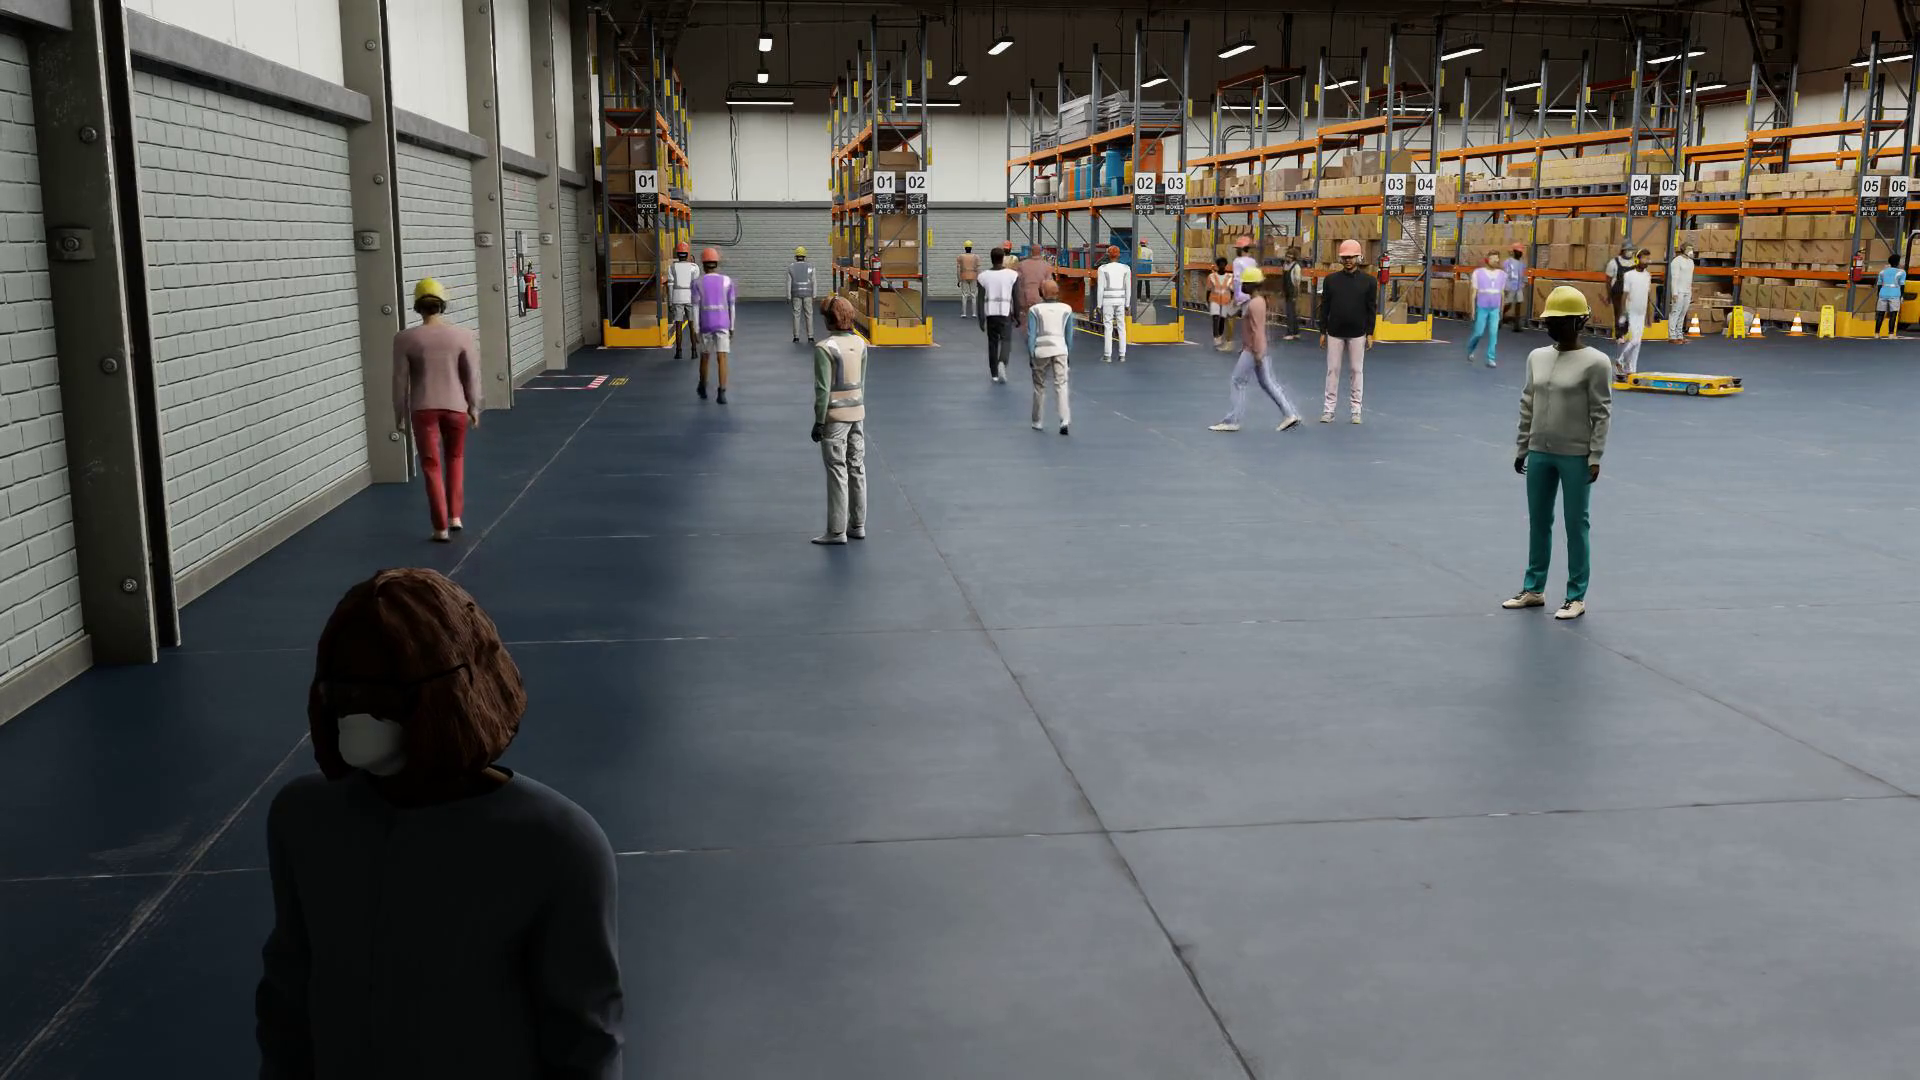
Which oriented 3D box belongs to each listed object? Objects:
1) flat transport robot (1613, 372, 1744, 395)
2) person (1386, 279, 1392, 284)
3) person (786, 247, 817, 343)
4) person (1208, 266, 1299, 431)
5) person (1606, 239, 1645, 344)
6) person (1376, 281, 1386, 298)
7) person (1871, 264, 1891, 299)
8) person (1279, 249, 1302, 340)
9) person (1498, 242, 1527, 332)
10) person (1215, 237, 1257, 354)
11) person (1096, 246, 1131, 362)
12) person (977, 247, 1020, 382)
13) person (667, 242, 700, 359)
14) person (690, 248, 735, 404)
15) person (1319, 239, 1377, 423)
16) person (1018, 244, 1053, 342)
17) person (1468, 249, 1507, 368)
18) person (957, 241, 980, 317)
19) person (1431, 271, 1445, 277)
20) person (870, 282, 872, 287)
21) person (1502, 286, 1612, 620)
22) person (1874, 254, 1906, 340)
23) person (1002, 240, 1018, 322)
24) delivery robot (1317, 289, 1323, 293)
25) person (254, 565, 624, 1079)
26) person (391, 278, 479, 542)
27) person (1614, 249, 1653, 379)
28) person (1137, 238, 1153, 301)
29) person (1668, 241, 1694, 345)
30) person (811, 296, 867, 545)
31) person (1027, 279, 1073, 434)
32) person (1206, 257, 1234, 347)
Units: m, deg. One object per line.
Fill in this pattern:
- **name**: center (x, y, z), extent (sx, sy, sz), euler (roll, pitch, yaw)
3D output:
- **flat transport robot**: center (9.365, -2.051, 21.694), extent (0.652, 0.197, 1.431), euler (-10, 14, -44)
- **person**: center (12.230, -7.619, 47.872), extent (0.509, 1.860, 0.334), euler (-5, 11, -25)
- **person**: center (-3.046, -4.711, 31.987), extent (0.588, 1.835, 0.403), euler (-1, 10, -7)
- **person**: center (3.109, -1.983, 17.325), extent (0.888, 1.726, 0.524), euler (3, 11, 18)
- **person**: center (12.704, -4.777, 31.784), extent (0.683, 2.000, 0.959), euler (1, 10, 3)
- **person**: center (9.713, -5.999, 38.963), extent (0.606, 1.859, 0.774), euler (-1, 10, -4)
- **person**: center (19.778, -5.453, 35.828), extent (0.617, 1.904, 1.030), euler (-1, 10, -7)
- **person**: center (6.564, -4.838, 32.828), extent (0.564, 1.796, 0.655), euler (-3, 11, -17)
- **person**: center (11.812, -5.401, 35.527), extent (0.566, 1.924, 0.643), euler (-3, 11, -15)
- **person**: center (4.794, -4.222, 28.799), extent (0.644, 2.012, 0.882), euler (-9, 14, -41)
- **person**: center (2.491, -3.831, 27.032), extent (0.574, 1.882, 0.358), euler (-3, 11, -14)
- **person**: center (0.537, -3.151, 23.286), extent (0.594, 1.893, 0.828), euler (2, 10, 8)
- **person**: center (-4.599, -3.984, 27.715), extent (0.549, 1.937, 0.358), euler (-3, 11, -14)
- **person**: center (-3.050, -2.642, 20.505), extent (0.554, 1.881, 1.007), euler (-3, 11, -15)
- **person**: center (4.218, -2.266, 18.143), extent (0.611, 1.995, 0.375), euler (4, 11, 19)
- **person**: center (1.405, -4.444, 30.362), extent (0.681, 1.887, 0.572), euler (4, 11, 19)
- **person**: center (8.237, -3.619, 25.995), extent (0.579, 1.833, 0.602), euler (-1, 10, -6)
- **person**: center (0.213, -6.575, 41.948), extent (0.585, 1.928, 0.365), euler (-1, 10, -3)
- **person**: center (13.788, -7.653, 48.014), extent (0.630, 1.887, 1.084), euler (-1, 10, -7)
- **person**: center (-2.572, -7.779, 48.229), extent (0.605, 2.045, 0.377), euler (-7, 12, -32)
- **person**: center (3.196, -0.463, 8.889), extent (0.310, 1.768, 0.533), euler (-7, 13, -35)
- **person**: center (18.393, -4.800, 32.895), extent (0.322, 1.690, 0.546), euler (-7, 12, -32)
- **person**: center (1.122, -6.177, 39.731), extent (0.545, 1.942, 0.349), euler (1, 10, 5)
- **delivery robot**: center (10.845, -7.281, 49.326), extent (0.707, 0.478, 0.477), euler (-2, 10, -12)
- **person**: center (-0.664, 0.836, 2.127), extent (0.499, 1.633, 0.286), euler (3, 11, 14)
- **person**: center (-3.531, -0.873, 11.158), extent (0.546, 1.747, 0.594), euler (-6, 12, -28)
- **person**: center (9.629, -3.199, 23.632), extent (0.552, 1.856, 0.403), euler (-6, 12, -29)
- **person**: center (5.775, -8.498, 52.332), extent (0.609, 1.986, 0.391), euler (1, 10, 7)
- **person**: center (13.632, -4.656, 31.398), extent (0.632, 1.940, 0.372), euler (-8, 13, -39)
- **person**: center (-0.793, -0.786, 11.004), extent (0.309, 1.641, 0.514), euler (6, 12, 30)
- **person**: center (0.961, -1.908, 17.269), extent (0.519, 1.599, 0.819), euler (-2, 11, -11)
- **person**: center (4.832, -4.428, 30.937), extent (0.534, 1.662, 0.815), euler (0, 10, 0)
